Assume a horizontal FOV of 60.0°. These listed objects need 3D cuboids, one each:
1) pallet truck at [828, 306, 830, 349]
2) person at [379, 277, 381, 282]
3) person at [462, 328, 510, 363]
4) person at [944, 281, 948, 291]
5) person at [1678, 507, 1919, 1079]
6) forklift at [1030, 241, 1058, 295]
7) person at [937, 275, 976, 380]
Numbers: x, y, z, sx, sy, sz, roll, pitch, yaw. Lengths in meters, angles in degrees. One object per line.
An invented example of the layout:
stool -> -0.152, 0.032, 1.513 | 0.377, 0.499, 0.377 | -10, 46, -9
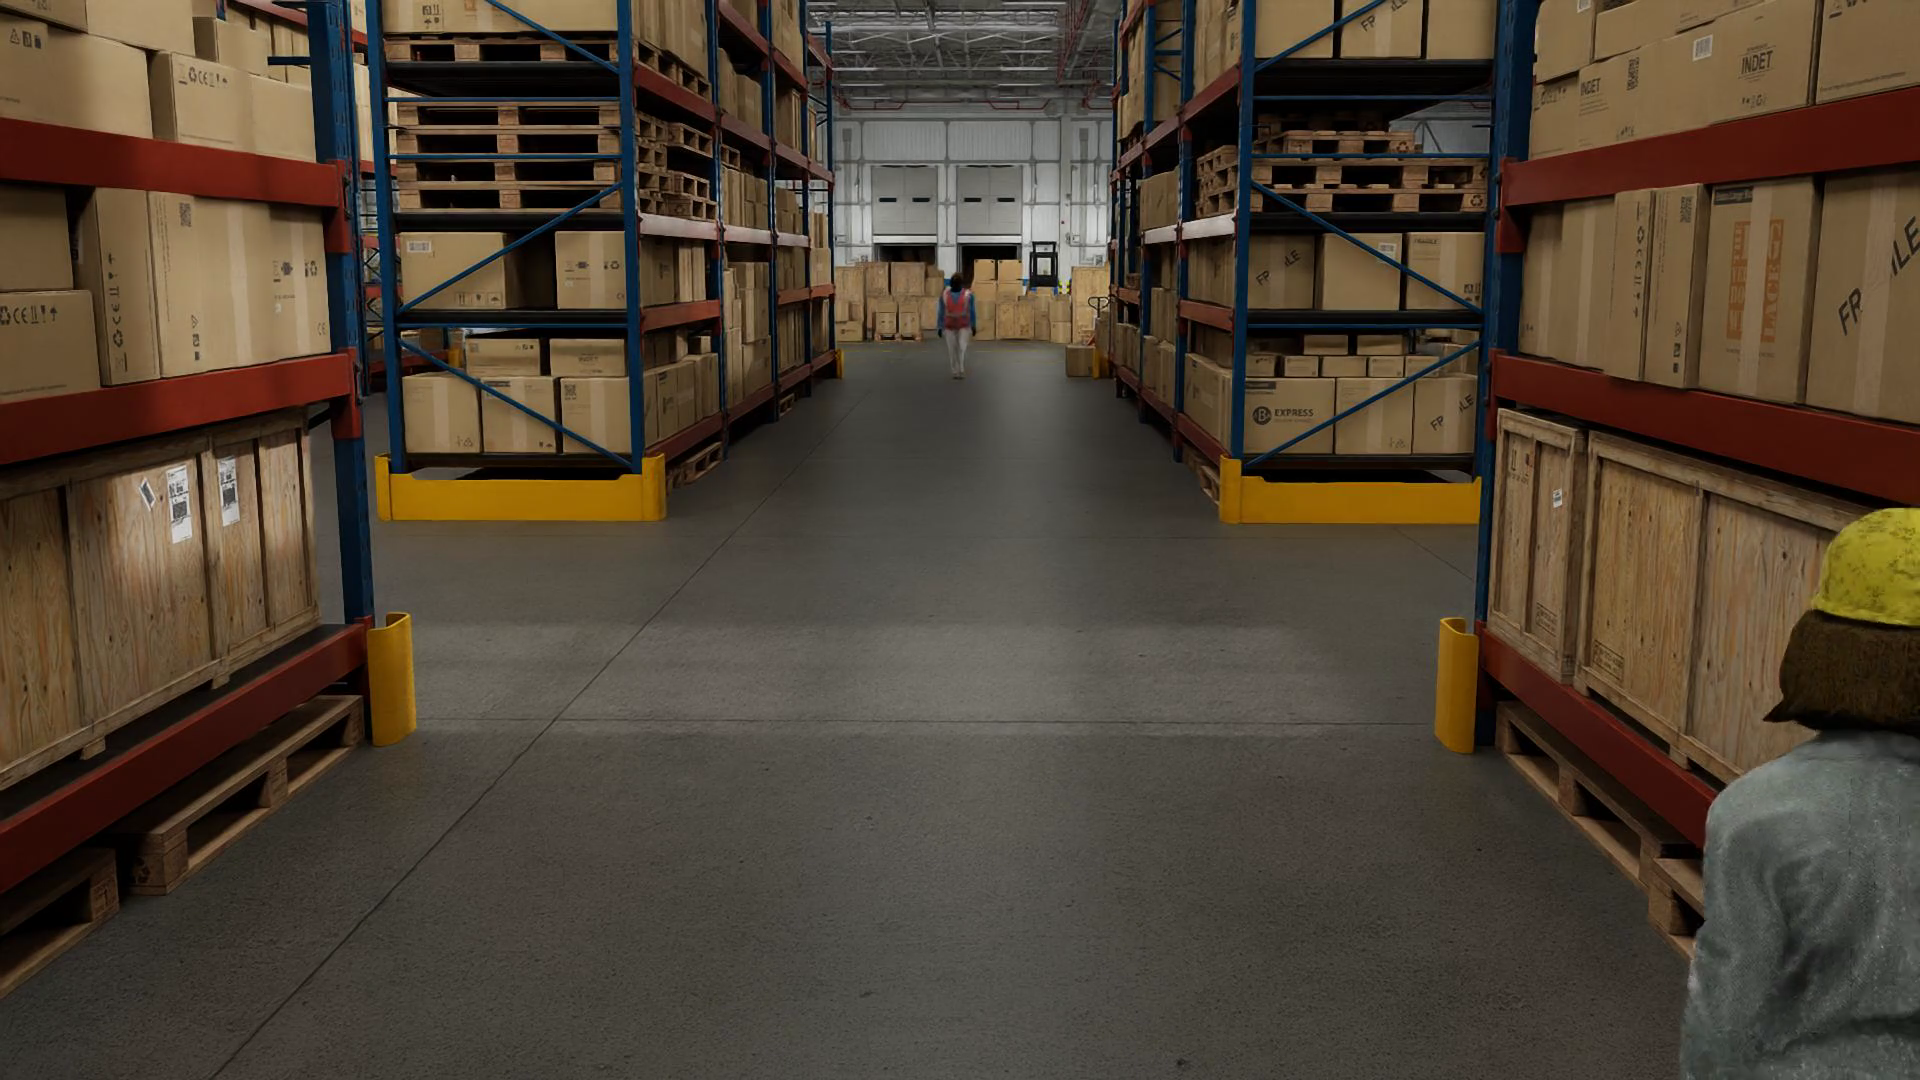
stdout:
pallet truck -> -3.100, -3.940, 29.800 | 1.885, 1.965, 0.823 | 3, 10, 19
person -> -22.163, -9.634, 64.452 | 0.604, 1.824, 0.647 | 7, 12, 37
person -> -5.275, -1.923, 18.708 | 0.544, 1.671, 0.750 | -1, 9, -3
person -> -0.724, -9.056, 61.473 | 0.540, 1.659, 0.864 | -7, 12, -35
person -> 1.186, 0.824, 2.100 | 0.505, 1.715, 0.648 | 1, 10, 4
forklift -> 3.223, -10.085, 63.971 | 1.129, 2.768, 1.873 | 0, 9, 1
person -> -0.075, -3.643, 28.602 | 0.656, 1.798, 0.949 | 1, 10, 8
